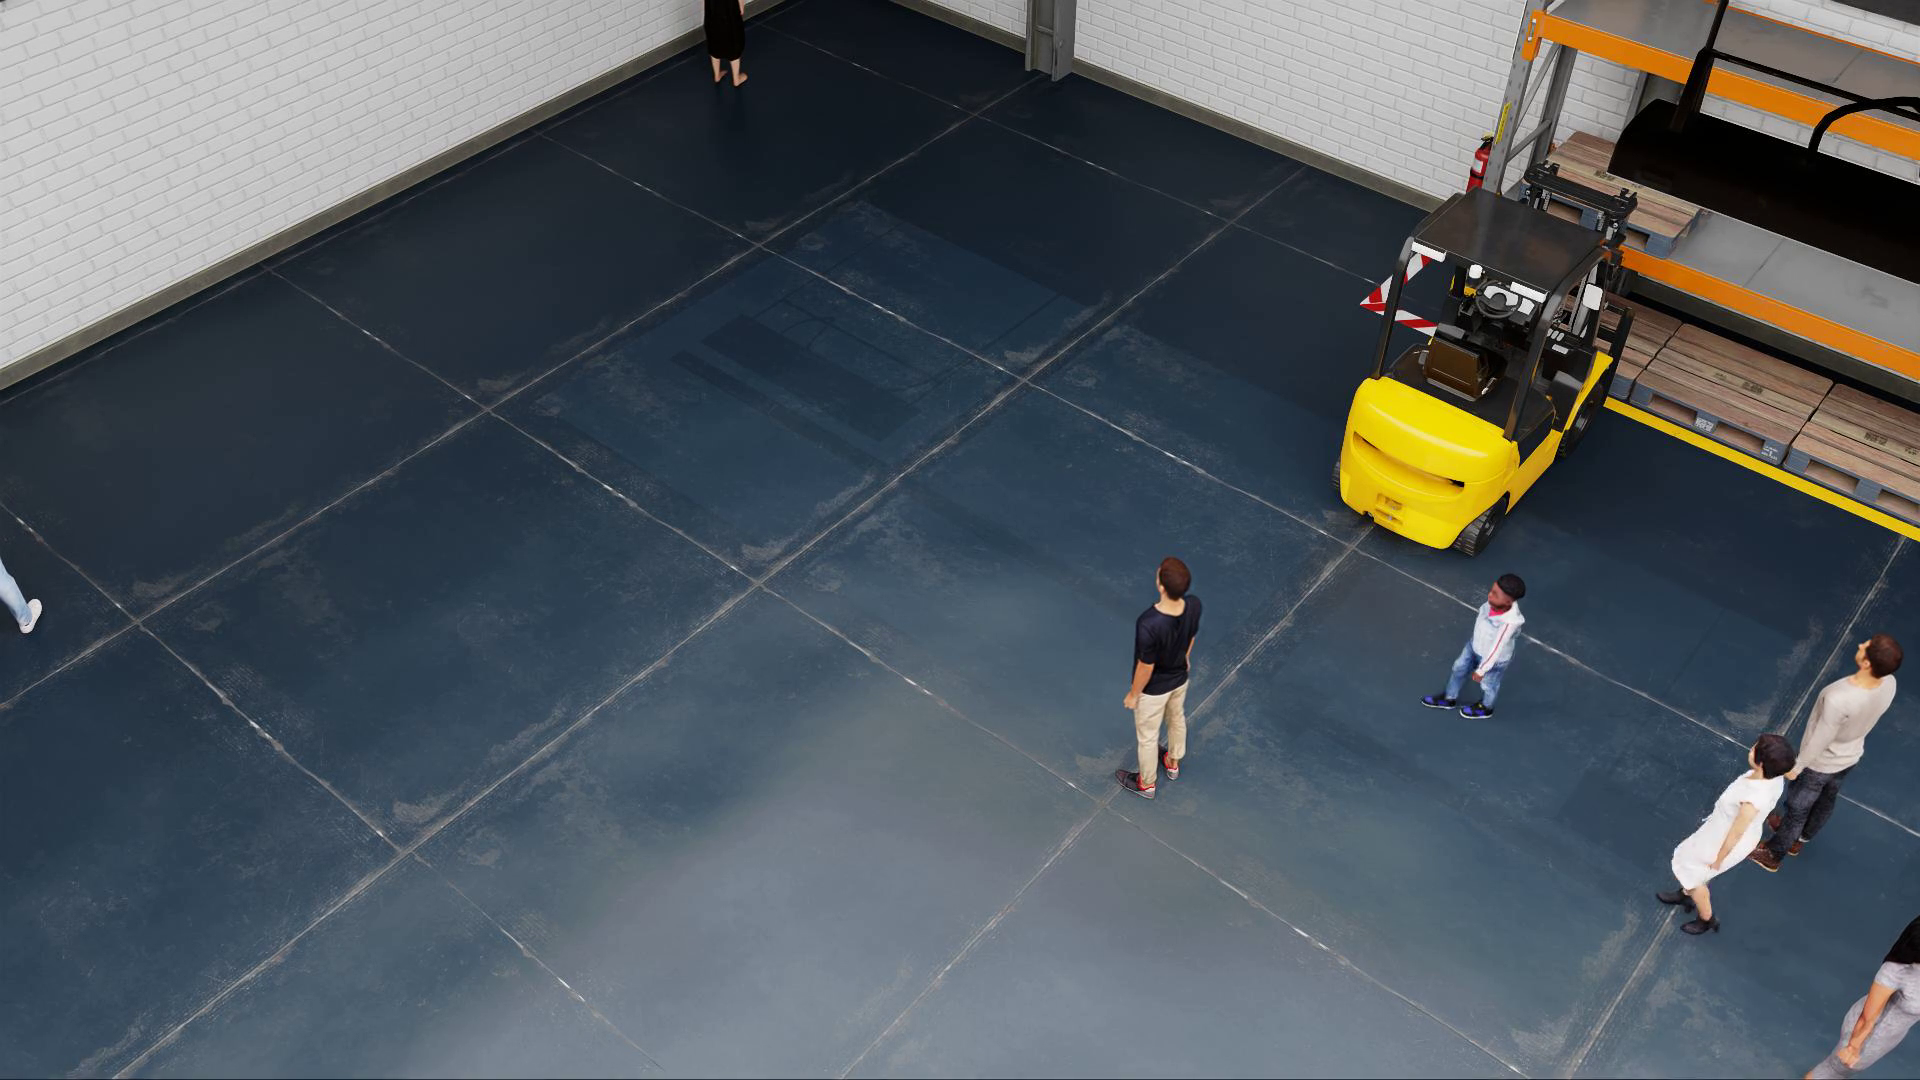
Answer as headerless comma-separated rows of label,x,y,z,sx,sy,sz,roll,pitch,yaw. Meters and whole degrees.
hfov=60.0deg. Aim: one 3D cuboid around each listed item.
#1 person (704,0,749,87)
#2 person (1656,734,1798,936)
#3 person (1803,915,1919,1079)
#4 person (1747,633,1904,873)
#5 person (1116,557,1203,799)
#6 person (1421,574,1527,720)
person,-2.341,-5.250,16.312,0.615,1.623,0.707,11,45,12
person,4.271,1.648,9.130,0.608,1.544,0.598,26,49,25
person,4.479,2.398,8.170,0.651,1.781,0.628,-21,48,-21
person,4.882,1.213,9.351,0.730,1.868,0.713,-20,47,-20
person,1.186,0.818,9.774,0.683,1.857,0.582,-30,51,-28
person,3.367,0.674,10.366,0.767,1.248,0.706,-3,44,-3
